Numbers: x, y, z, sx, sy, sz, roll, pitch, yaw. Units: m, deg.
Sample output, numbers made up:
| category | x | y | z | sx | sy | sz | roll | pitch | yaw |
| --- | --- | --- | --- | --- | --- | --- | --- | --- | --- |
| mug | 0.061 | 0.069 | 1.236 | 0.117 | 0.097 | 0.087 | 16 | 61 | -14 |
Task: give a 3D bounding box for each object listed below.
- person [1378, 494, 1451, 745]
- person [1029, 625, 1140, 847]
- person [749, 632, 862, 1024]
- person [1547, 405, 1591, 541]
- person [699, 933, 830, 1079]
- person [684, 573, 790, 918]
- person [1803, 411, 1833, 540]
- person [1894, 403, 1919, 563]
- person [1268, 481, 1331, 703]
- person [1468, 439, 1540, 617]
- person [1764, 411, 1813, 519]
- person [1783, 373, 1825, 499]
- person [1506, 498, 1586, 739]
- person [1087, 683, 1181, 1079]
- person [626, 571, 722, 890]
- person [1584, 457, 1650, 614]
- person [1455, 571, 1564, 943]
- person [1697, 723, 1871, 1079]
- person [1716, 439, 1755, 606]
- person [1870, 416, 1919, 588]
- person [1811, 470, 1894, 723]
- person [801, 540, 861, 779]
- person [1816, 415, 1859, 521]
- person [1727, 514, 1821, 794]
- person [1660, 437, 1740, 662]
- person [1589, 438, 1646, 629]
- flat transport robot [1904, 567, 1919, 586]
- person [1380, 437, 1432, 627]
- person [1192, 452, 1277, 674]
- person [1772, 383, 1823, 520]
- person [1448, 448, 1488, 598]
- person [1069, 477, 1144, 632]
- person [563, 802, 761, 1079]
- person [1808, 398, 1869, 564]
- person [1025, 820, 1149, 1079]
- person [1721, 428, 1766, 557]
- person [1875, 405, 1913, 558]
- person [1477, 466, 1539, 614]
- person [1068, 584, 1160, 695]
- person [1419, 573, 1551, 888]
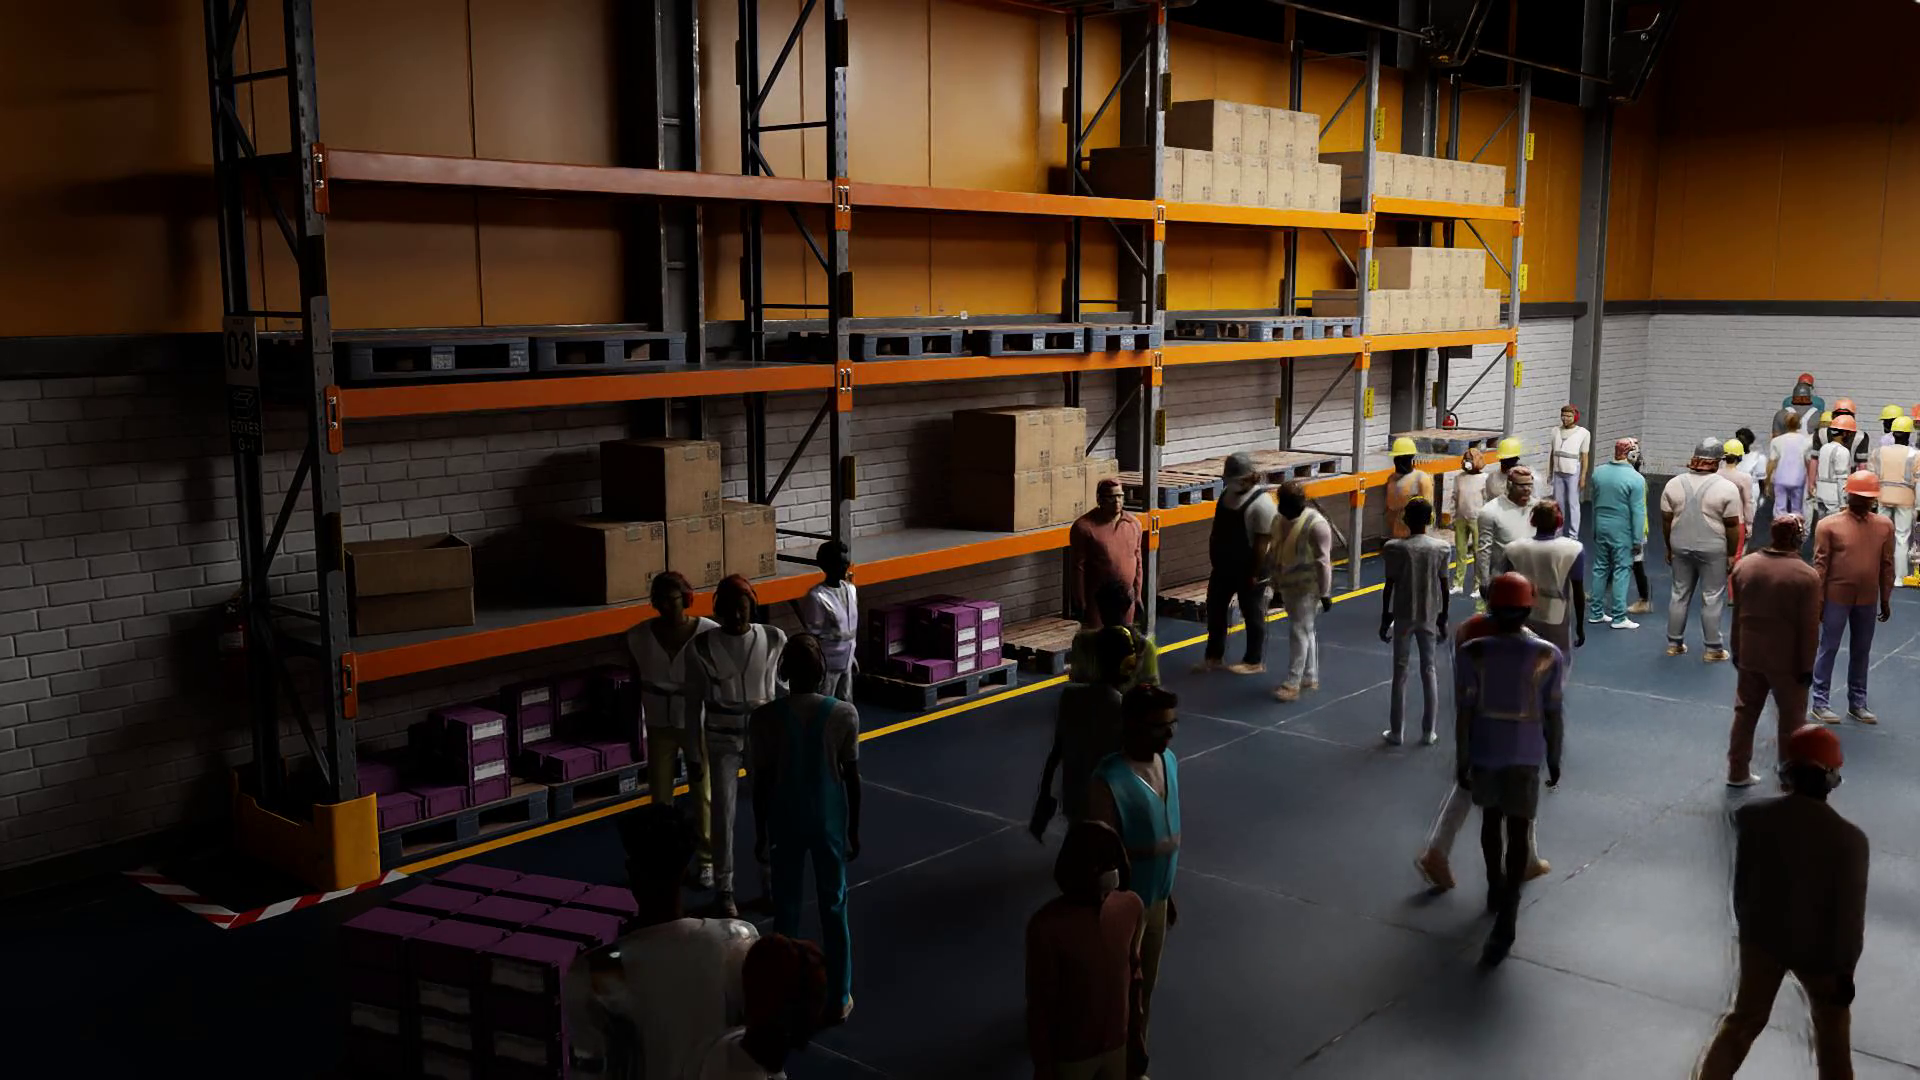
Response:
| category | x | y | z | sx | sy | sz | roll | pitch | yaw |
| --- | --- | --- | --- | --- | --- | --- | --- | --- | --- |
| person | 3.363 | 0.590 | 12.306 | 0.512 | 1.877 | 0.328 | 1 | 9 | 5 |
| person | 0.649 | 1.304 | 7.874 | 0.773 | 1.819 | 0.573 | -8 | 12 | -42 |
| person | -0.706 | 1.329 | 7.636 | 0.508 | 1.846 | 0.345 | -2 | 9 | -10 |
| person | 7.945 | -0.848 | 21.712 | 0.395 | 1.836 | 0.560 | -6 | 11 | -33 |
| person | -0.535 | 1.878 | 4.167 | 0.985 | 1.829 | 0.593 | -1 | 9 | -9 |
| person | -1.191 | 1.104 | 8.988 | 0.585 | 1.877 | 0.361 | -3 | 9 | -19 |
| person | 11.416 | -0.843 | 22.012 | 0.493 | 1.728 | 0.324 | 4 | 10 | 26 |
| person | 11.694 | -0.672 | 20.135 | 0.534 | 1.969 | 0.652 | 6 | 10 | 32 |
| person | 2.728 | 0.417 | 13.692 | 0.712 | 1.806 | 0.651 | -5 | 10 | -28 |
| person | 5.402 | -0.053 | 16.468 | 0.594 | 1.876 | 0.977 | 7 | 11 | 39 |
| person | 10.291 | -0.683 | 20.672 | 0.532 | 1.822 | 0.590 | 4 | 10 | 22 |
| person | 13.261 | -1.627 | 26.212 | 0.622 | 1.993 | 0.384 | 4 | 10 | 22 |
| person | 4.341 | 0.603 | 12.355 | 0.596 | 1.830 | 0.430 | 5 | 10 | 31 |
| person | 0.689 | 1.471 | 6.724 | 0.373 | 1.840 | 0.572 | 6 | 11 | 34 |
| person | -1.583 | 1.065 | 9.387 | 0.565 | 1.836 | 0.392 | 0 | 9 | 1 |
| person | 6.781 | -0.071 | 17.217 | 0.829 | 1.656 | 0.552 | 3 | 9 | 20 |
| person | 2.874 | 1.128 | 8.769 | 0.561 | 1.901 | 0.906 | 3 | 9 | 20 |
| person | 3.307 | 1.575 | 6.606 | 0.865 | 1.716 | 0.577 | -5 | 10 | -29 |
| person | 8.152 | -0.183 | 17.630 | 0.305 | 1.772 | 0.525 | -6 | 11 | -36 |
| person | 10.521 | -0.427 | 18.687 | 0.359 | 1.930 | 0.587 | -7 | 11 | -38 |
| person | 6.918 | 0.445 | 12.897 | 0.614 | 1.987 | 0.408 | 0 | 9 | -1 |
| person | -0.869 | 0.836 | 11.286 | 0.322 | 1.697 | 0.533 | 5 | 10 | 31 |
| person | 9.985 | -0.466 | 18.965 | 0.389 | 1.925 | 0.549 | 1 | 9 | 4 |
| person | 5.452 | 0.764 | 11.121 | 0.400 | 1.897 | 0.648 | -5 | 10 | -32 |
| person | 6.754 | 0.073 | 15.107 | 0.539 | 2.000 | 0.688 | -8 | 12 | -42 |
| person | 6.539 | -0.068 | 16.487 | 0.399 | 1.900 | 0.644 | -4 | 10 | -25 |
| flat transport robot | 11.335 | 0.389 | 18.756 | 1.431 | 0.197 | 0.652 | -5 | 10 | -29 |
| person | 4.377 | -0.067 | 16.425 | 0.424 | 1.908 | 0.605 | -4 | 10 | -25 |
| person | 2.375 | 0.187 | 14.373 | 0.731 | 2.000 | 0.741 | -5 | 10 | -29 |
| person | 11.681 | -1.182 | 23.200 | 0.685 | 2.000 | 0.535 | 4 | 10 | 23 |
| person | 5.553 | -0.190 | 18.105 | 0.278 | 1.634 | 0.498 | -8 | 12 | -42 |
| person | 1.174 | 0.457 | 13.065 | 0.642 | 1.909 | 0.408 | -4 | 10 | -26 |
| person | -0.839 | 1.710 | 4.790 | 0.605 | 1.966 | 0.367 | -6 | 10 | -32 |
| person | 10.589 | -0.692 | 20.082 | 0.611 | 2.032 | 0.411 | 5 | 10 | 27 |
| person | 0.436 | 1.741 | 5.647 | 0.500 | 1.636 | 0.281 | -7 | 11 | -37 |
| person | 9.609 | -0.560 | 20.413 | 0.835 | 1.666 | 0.538 | -8 | 12 | -43 |
| person | 11.492 | -0.707 | 20.565 | 0.591 | 1.912 | 0.399 | -6 | 11 | -34 |
| person | 4.652 | 0.323 | 13.951 | 0.642 | 1.902 | 0.399 | -1 | 9 | -8 |
| person | 0.876 | 1.096 | 9.699 | 0.553 | 1.655 | 0.819 | 2 | 9 | 12 |
| person | 3.000 | 1.079 | 9.375 | 0.882 | 1.814 | 0.620 | -6 | 11 | -33 |
